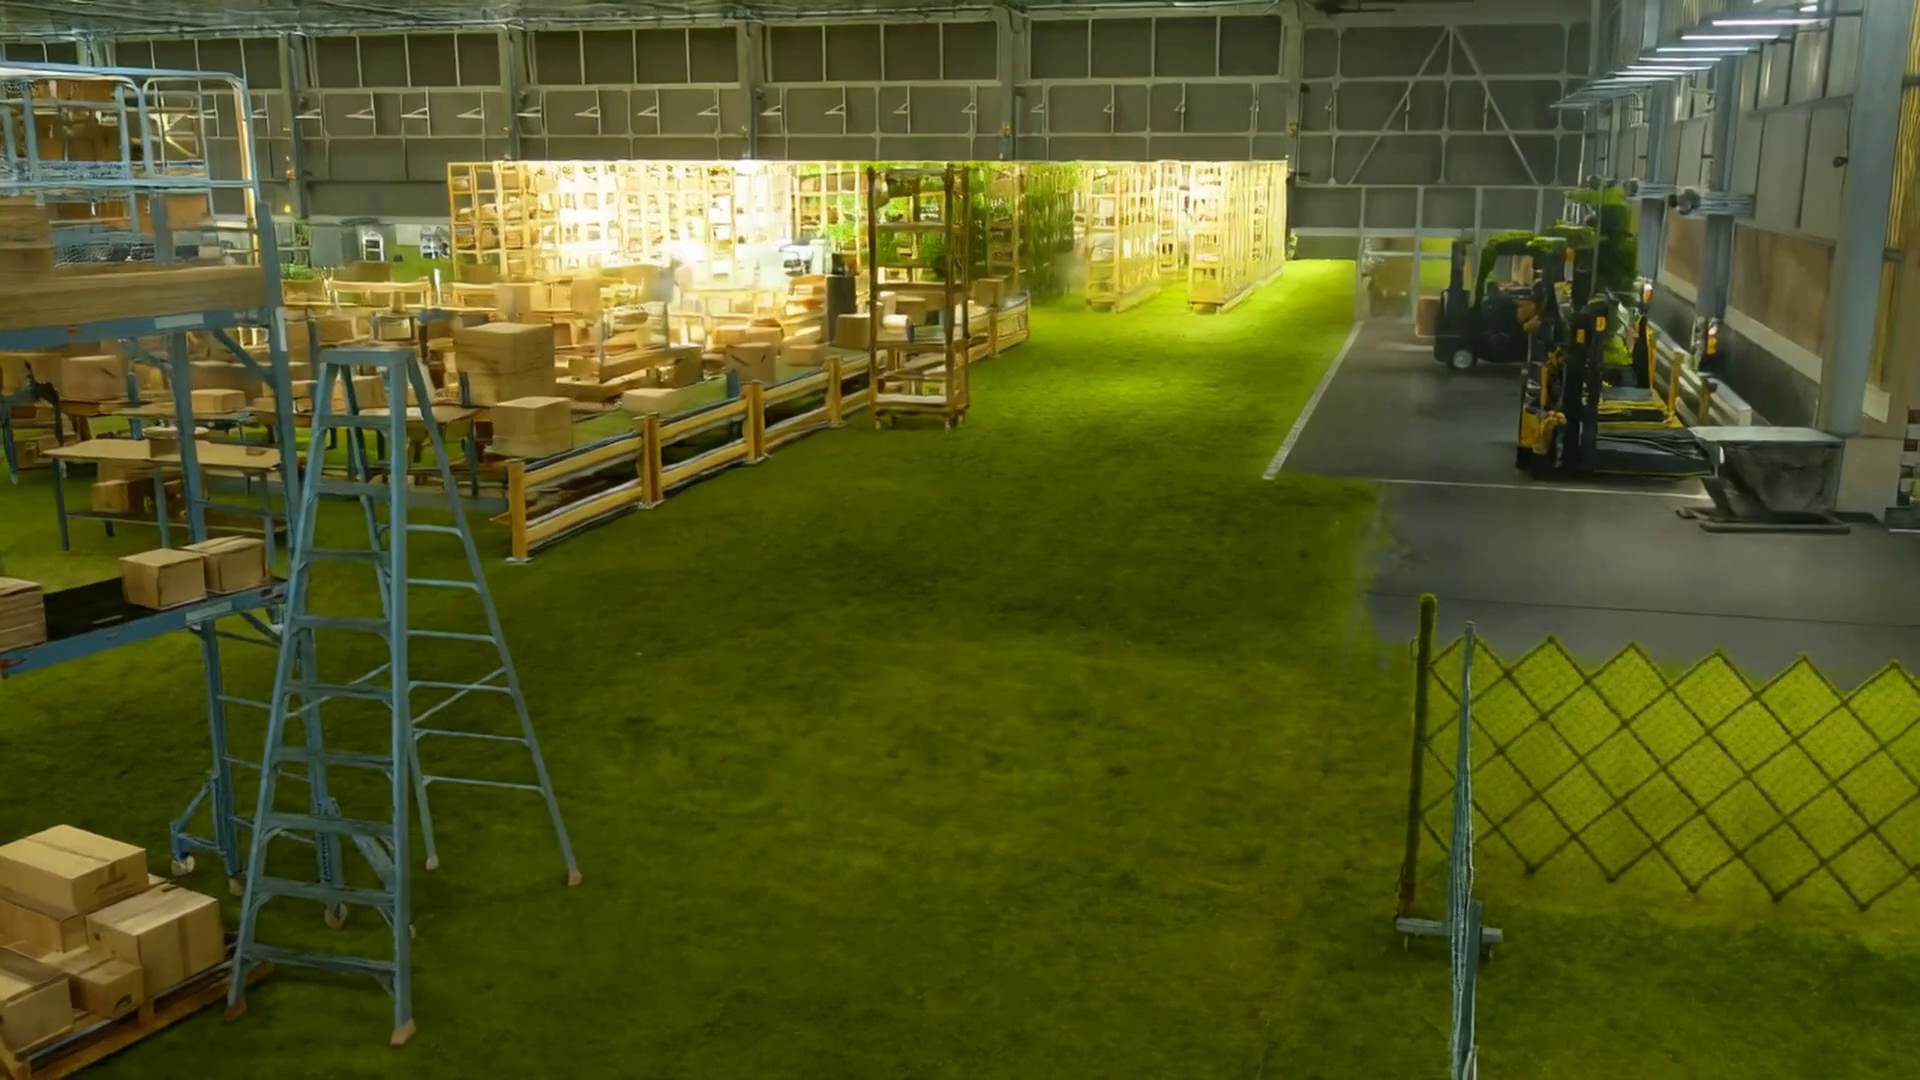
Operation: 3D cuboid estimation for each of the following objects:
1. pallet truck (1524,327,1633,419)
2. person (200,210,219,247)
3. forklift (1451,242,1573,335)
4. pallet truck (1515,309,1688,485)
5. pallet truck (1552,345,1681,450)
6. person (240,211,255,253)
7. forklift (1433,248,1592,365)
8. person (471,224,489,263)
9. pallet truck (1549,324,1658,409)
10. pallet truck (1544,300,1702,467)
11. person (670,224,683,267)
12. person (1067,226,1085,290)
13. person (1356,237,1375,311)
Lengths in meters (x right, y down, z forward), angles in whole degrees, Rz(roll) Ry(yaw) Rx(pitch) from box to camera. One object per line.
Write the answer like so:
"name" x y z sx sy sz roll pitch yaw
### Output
"pallet truck" 9.065 -2.460 24.370 1.522 1.261 0.704 3 13 14
"person" -25.988 -10.470 57.636 0.627 1.901 0.964 -3 13 -14
"forklift" 10.464 -4.597 31.405 2.680 1.987 1.157 4 14 16
"pallet truck" 7.554 -1.677 19.446 1.885 1.965 0.823 3 13 14
"pallet truck" 8.641 -1.896 21.908 1.630 1.274 0.653 4 14 16
"person" -26.830 -11.516 62.603 0.507 1.693 0.907 -11 17 -39
"forklift" 9.780 -4.111 29.280 2.680 1.987 1.157 3 13 14
"person" -14.613 -8.897 50.828 0.643 1.909 0.410 10 17 38
"pallet truck" 9.824 -2.669 25.407 1.601 1.201 0.680 4 14 16
"pallet truck" 8.263 -1.952 20.631 1.885 1.965 0.823 5 14 20
"person" -8.983 -9.232 52.147 0.724 1.969 0.642 0 13 -2
"person" 3.278 -7.982 47.100 0.584 1.810 0.618 6 14 23
"person" 9.849 -6.448 40.452 0.406 1.823 0.590 11 17 40
